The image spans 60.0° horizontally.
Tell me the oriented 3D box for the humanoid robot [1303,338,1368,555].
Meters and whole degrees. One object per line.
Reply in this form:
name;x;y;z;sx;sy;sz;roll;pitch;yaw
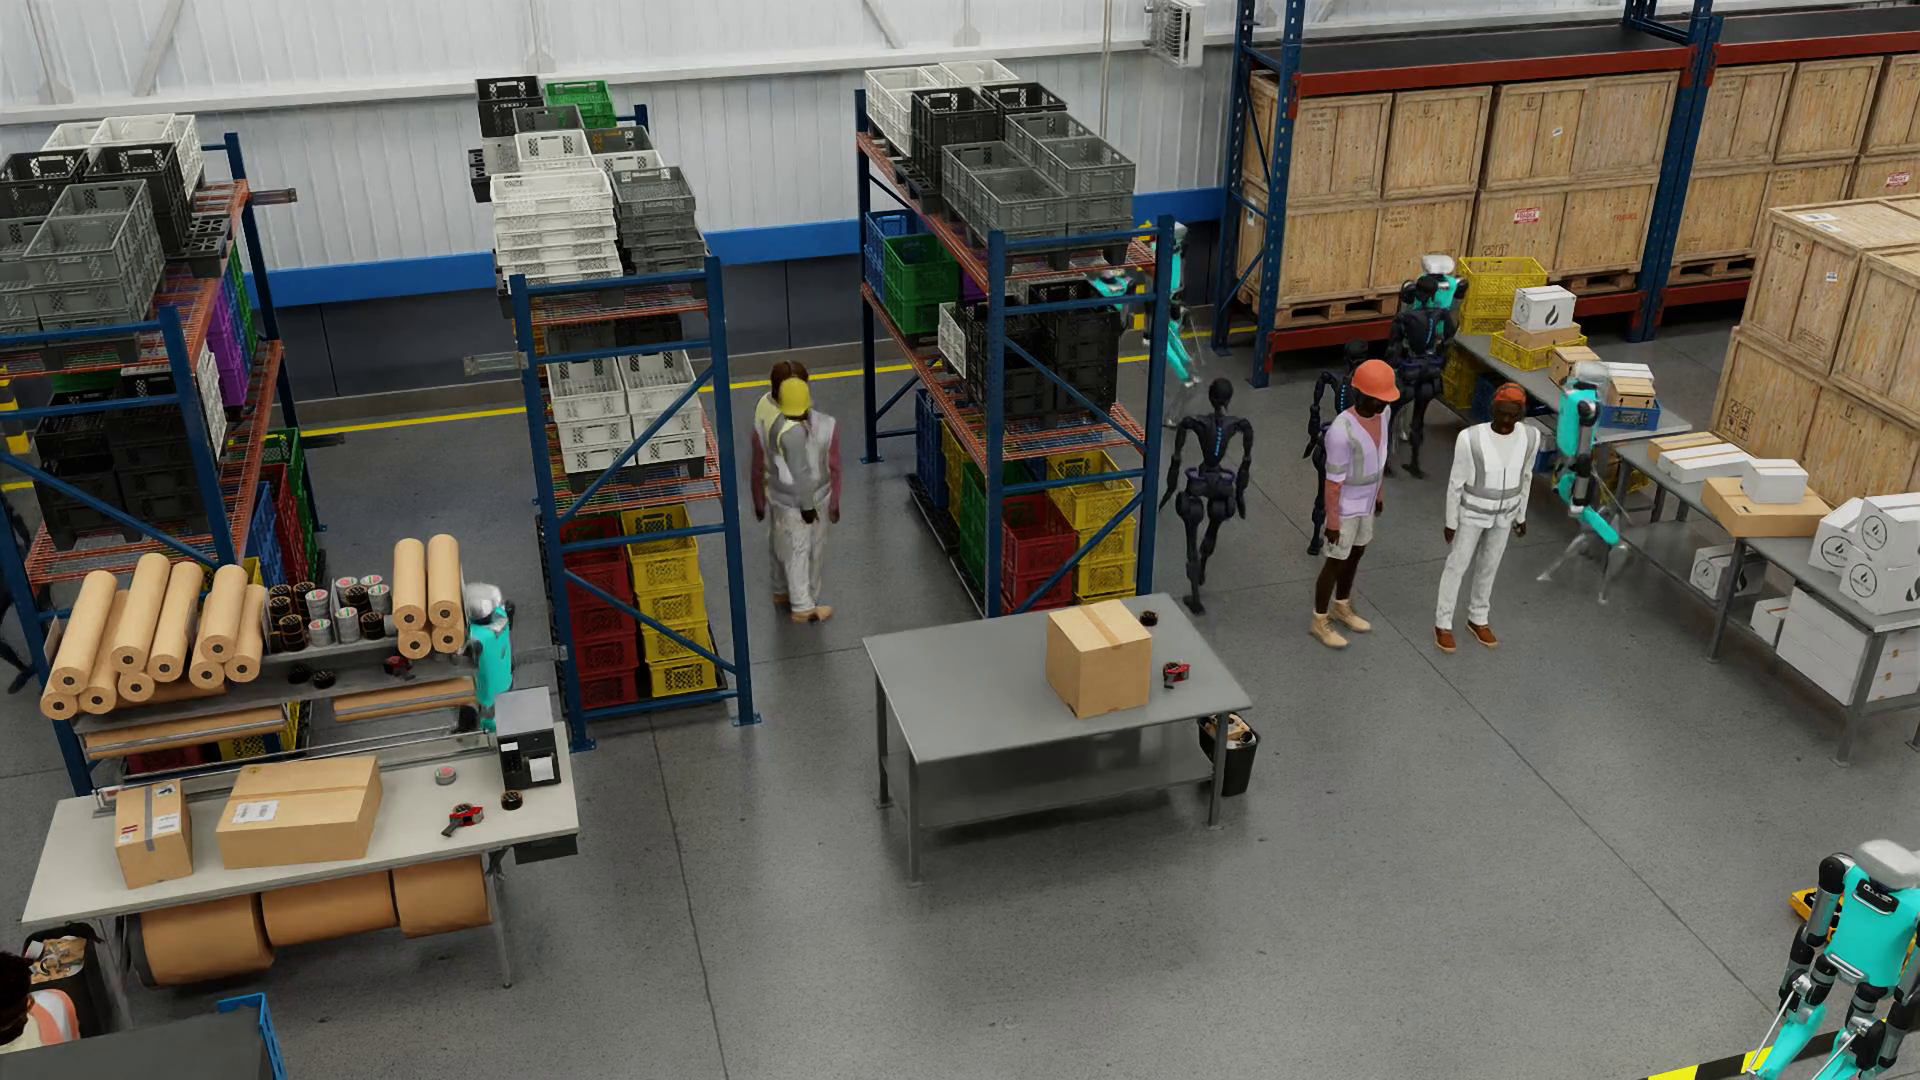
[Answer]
humanoid robot;2.729;-0.653;11.872;0.599;1.657;0.315;18;34;30

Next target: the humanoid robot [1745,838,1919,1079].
humanoid robot;3.503;2.015;6.836;0.735;1.672;0.533;-16;33;-27

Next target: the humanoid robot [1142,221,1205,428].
humanoid robot;1.835;-1.701;13.764;0.662;1.831;0.542;22;36;35

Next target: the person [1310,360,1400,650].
person;2.565;-0.229;10.758;0.405;2.031;0.608;25;37;37

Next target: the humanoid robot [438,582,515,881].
humanoid robot;-2.701;1.027;8.832;0.794;1.829;0.530;5;29;8

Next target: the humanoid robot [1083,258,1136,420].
humanoid robot;0.932;-1.538;13.487;0.532;1.719;1.014;-20;35;-32

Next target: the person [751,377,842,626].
person;-1.081;-0.290;11.089;0.591;1.809;0.508;-6;29;-11

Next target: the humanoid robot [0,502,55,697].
humanoid robot;-5.864;0.246;10.253;0.609;1.649;0.397;7;30;13

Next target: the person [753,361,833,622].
person;-1.120;-0.331;11.134;0.431;1.841;0.620;-13;32;-23

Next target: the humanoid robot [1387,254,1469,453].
humanoid robot;3.626;-1.498;13.457;0.531;1.856;0.817;-6;29;-11

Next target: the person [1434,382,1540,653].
person;3.404;-0.146;10.753;0.573;1.881;0.356;-5;29;-9

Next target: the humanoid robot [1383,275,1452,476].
humanoid robot;3.544;-1.281;13.020;0.596;1.652;0.337;-8;30;-15

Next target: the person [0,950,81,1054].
person;-3.408;2.306;6.212;0.368;1.958;0.602;9;30;17

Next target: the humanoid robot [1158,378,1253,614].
humanoid robot;1.658;-0.350;11.353;0.607;1.638;0.667;-2;29;-3

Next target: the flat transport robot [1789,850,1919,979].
flat transport robot;5.163;1.916;8.676;1.431;0.231;0.659;-8;30;-14

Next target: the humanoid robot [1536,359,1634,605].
humanoid robot;4.400;-0.372;11.374;0.802;1.808;0.530;1;29;1
